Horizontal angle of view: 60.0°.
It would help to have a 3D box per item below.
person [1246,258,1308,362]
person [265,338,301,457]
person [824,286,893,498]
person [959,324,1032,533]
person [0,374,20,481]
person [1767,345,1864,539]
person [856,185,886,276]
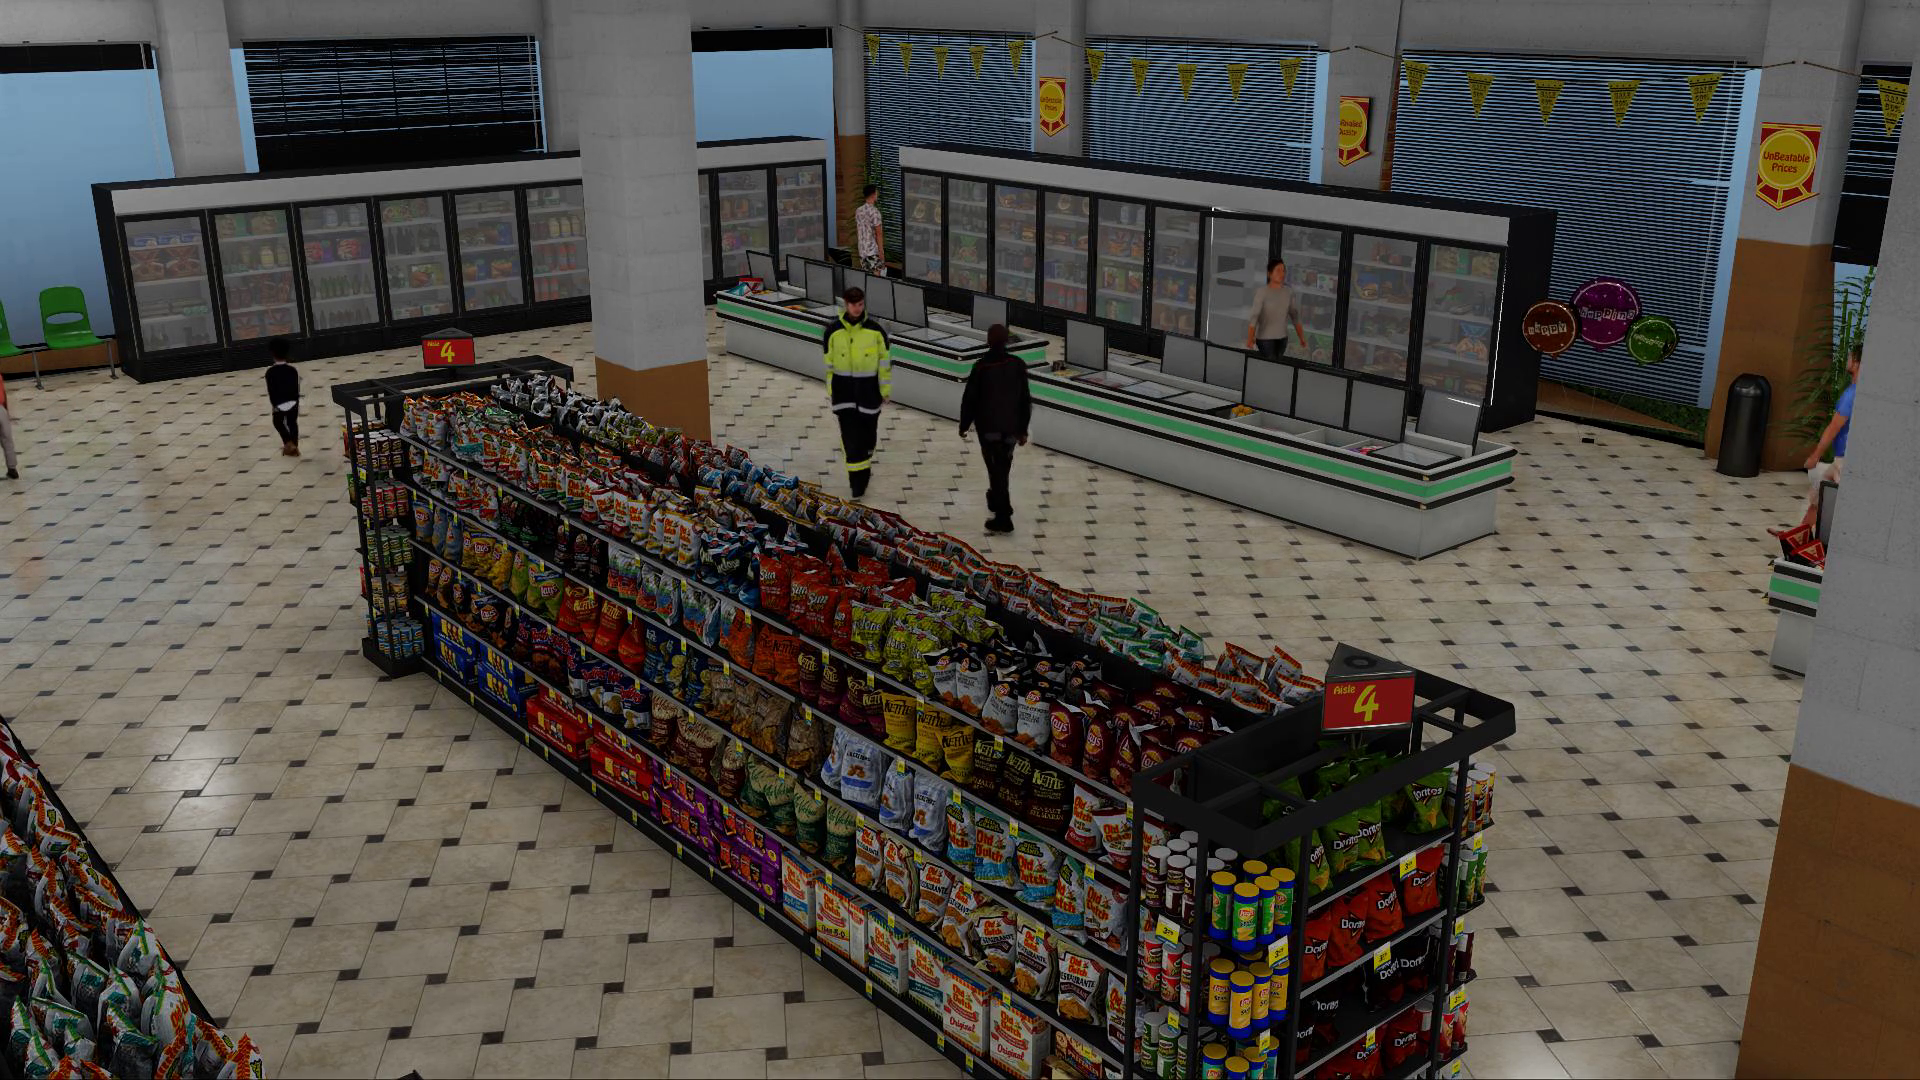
[{"bbox_3d":[3.355,-2.187,18.205,0.801,1.765,1.211,-11,21,-29],"label":"person"},{"bbox_3d":[-6.799,-1.427,16.807,0.571,1.218,0.531,16,24,39],"label":"person"},{"bbox_3d":[-0.969,-1.431,15.683,1.188,1.943,1.358,-3,19,-10],"label":"person"},{"bbox_3d":[0.372,-0.941,14.476,1.020,1.785,1.251,-7,20,-19],"label":"person"},{"bbox_3d":[-9.307,-1.209,16.016,0.503,1.309,0.507,17,25,41],"label":"person"},{"bbox_3d":[7.277,-0.613,13.458,0.640,1.814,1.197,-16,24,-39],"label":"person"},{"bbox_3d":[-1.312,-4.276,24.318,0.728,1.816,0.508,-17,25,-41],"label":"person"}]
